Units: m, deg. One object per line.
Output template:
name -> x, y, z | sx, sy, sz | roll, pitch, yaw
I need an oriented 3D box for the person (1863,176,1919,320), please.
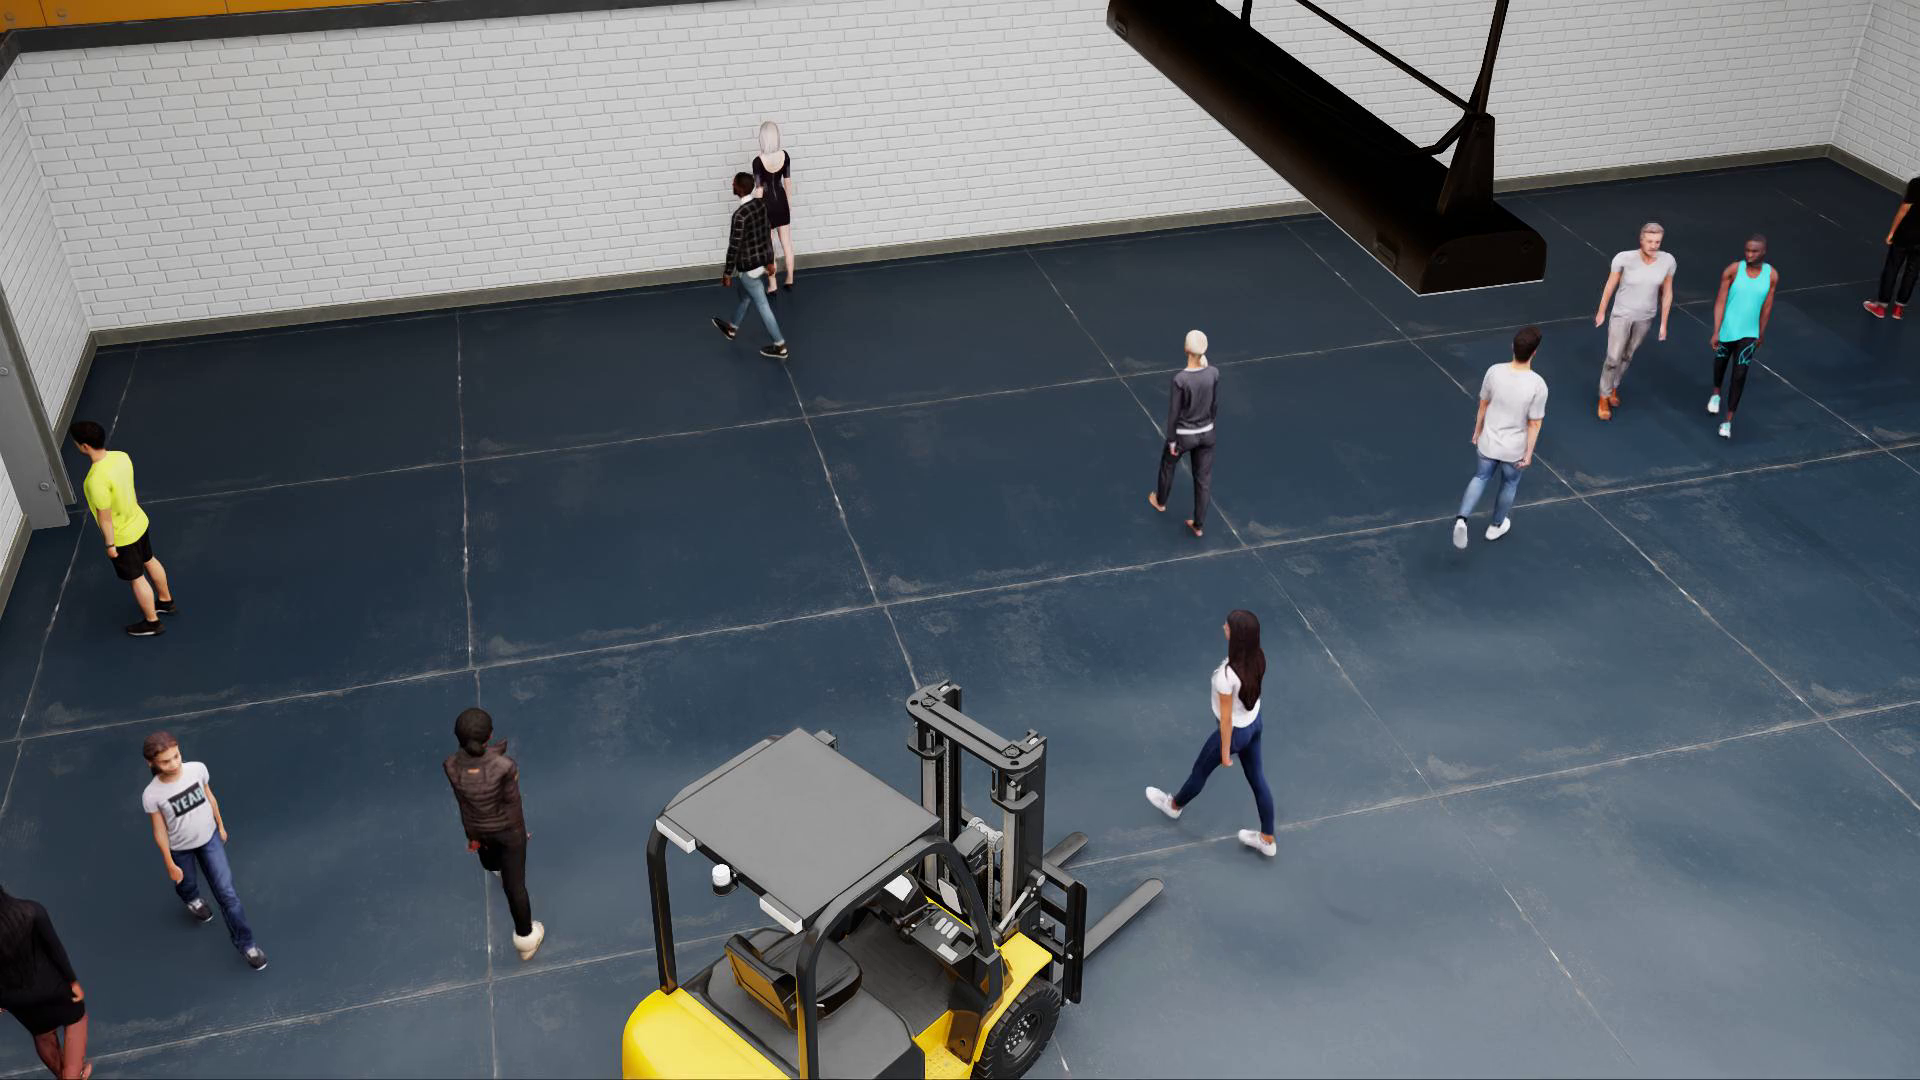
person -> 9.344, -3.001, 16.266 | 0.719, 1.748, 0.671 | 6, 34, 10

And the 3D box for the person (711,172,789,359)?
person -> -1.855, -2.513, 15.506 | 1.208, 1.777, 1.184 | 15, 36, 21

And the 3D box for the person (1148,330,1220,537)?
person -> 1.849, -0.798, 12.995 | 0.611, 1.699, 0.858 | -8, 34, -11

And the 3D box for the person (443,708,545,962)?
person -> -2.618, 1.550, 9.530 | 1.139, 1.624, 0.789 | -8, 34, -12

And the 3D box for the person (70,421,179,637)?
person -> -5.995, -0.106, 11.947 | 0.725, 1.706, 0.544 | 0, 34, 0

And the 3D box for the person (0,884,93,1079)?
person -> -4.647, 2.313, 8.306 | 0.613, 1.709, 0.750 | -8, 34, -12

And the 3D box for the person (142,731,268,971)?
person -> -4.390, 1.685, 9.418 | 1.139, 1.523, 0.908 | 28, 42, 35

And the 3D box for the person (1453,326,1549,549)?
person -> 4.134, -0.736, 12.748 | 1.077, 1.870, 1.075 | 25, 41, 32

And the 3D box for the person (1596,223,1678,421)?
person -> 5.931, -2.020, 14.742 | 0.835, 1.800, 0.951 | 0, 34, 0

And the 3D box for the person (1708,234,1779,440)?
person -> 6.769, -1.853, 14.520 | 1.065, 1.768, 1.207 | 13, 36, 18

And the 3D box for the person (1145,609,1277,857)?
person -> 1.745, 1.199, 9.968 | 1.187, 1.725, 1.023 | 25, 41, 33

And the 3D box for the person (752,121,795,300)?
person -> -1.866, -3.313, 16.661 | 0.648, 1.830, 0.626 | -23, 40, -31
